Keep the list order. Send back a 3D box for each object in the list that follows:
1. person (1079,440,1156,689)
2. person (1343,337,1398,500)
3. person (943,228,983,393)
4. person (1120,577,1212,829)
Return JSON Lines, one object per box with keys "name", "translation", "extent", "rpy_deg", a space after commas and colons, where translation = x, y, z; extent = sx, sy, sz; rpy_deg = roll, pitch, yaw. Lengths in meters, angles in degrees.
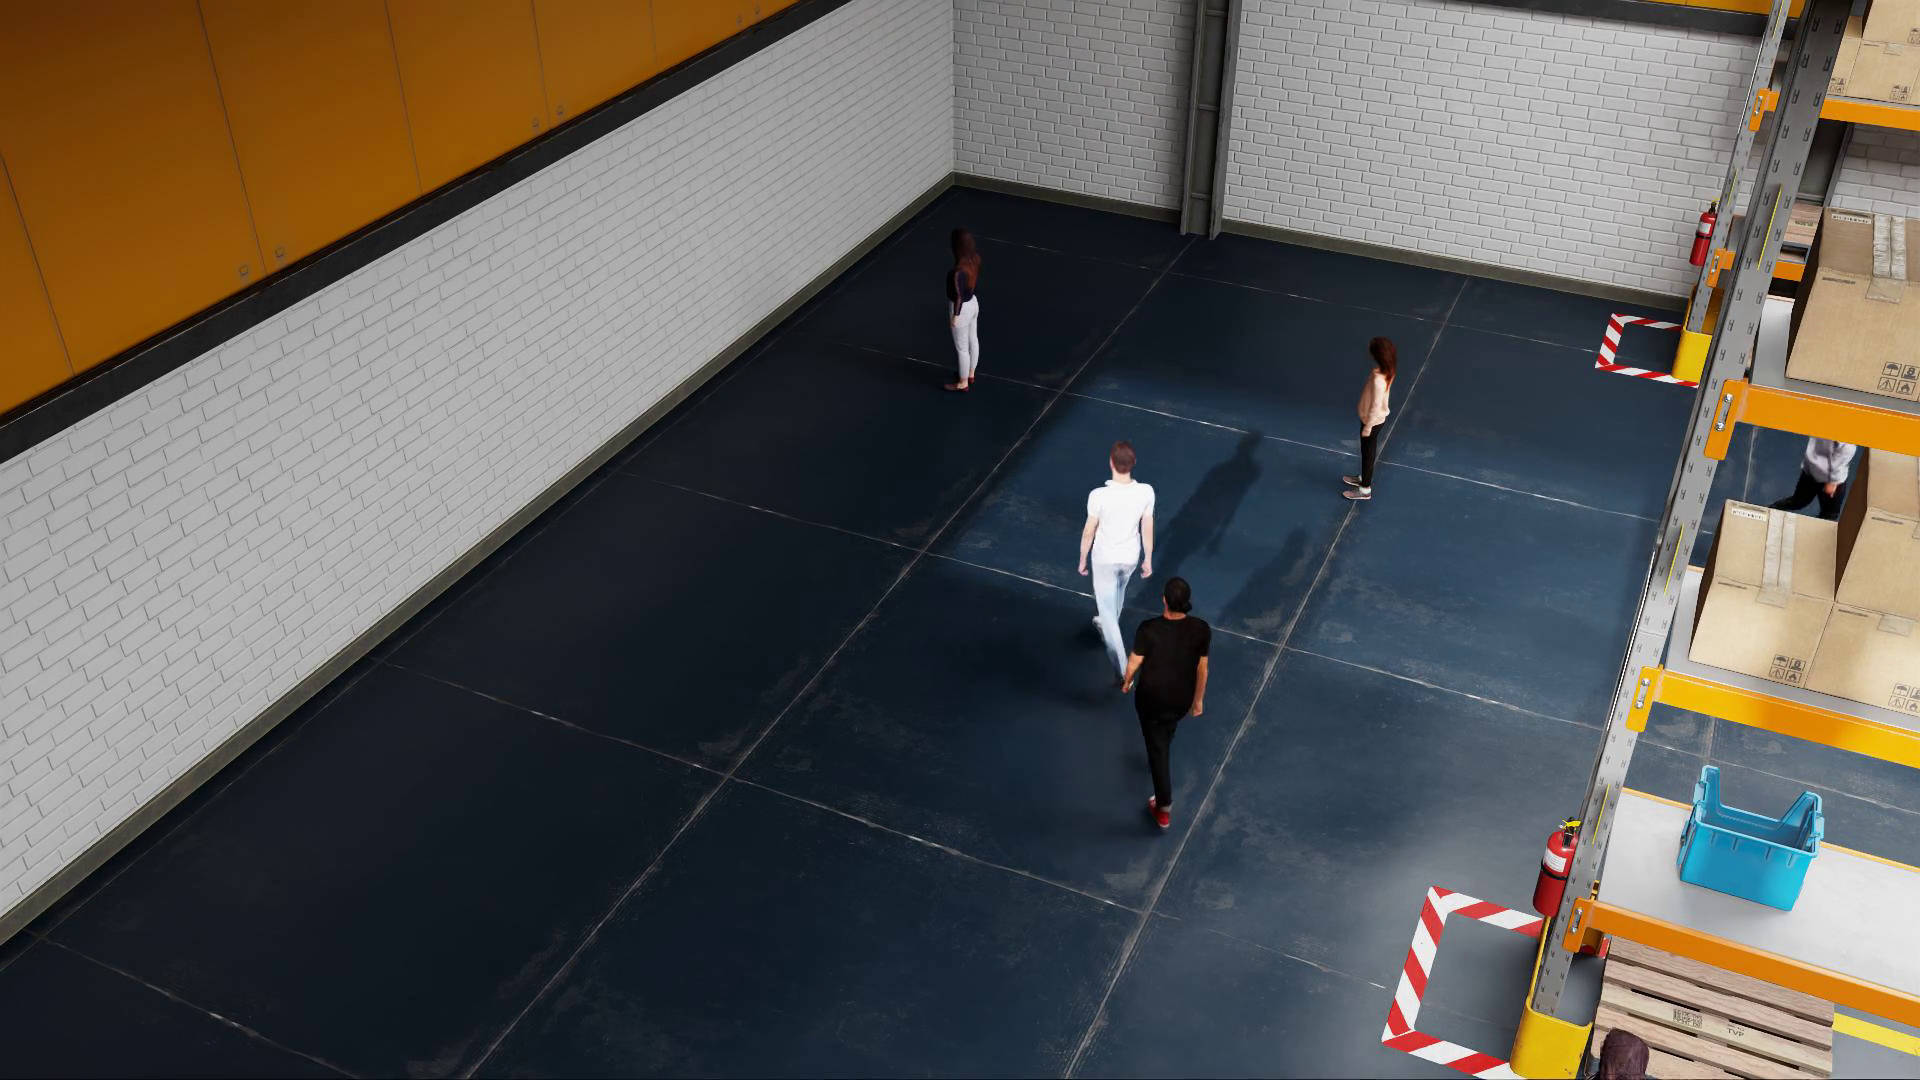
{"name": "person", "translation": [1.124, 0.208, 11.714], "extent": [1.231, 1.810, 1.246], "rpy_deg": [-10, 35, -14]}
{"name": "person", "translation": [3.433, -1.025, 13.865], "extent": [0.567, 1.481, 0.606], "rpy_deg": [8, 34, 12]}
{"name": "person", "translation": [0.019, -2.135, 15.419], "extent": [0.517, 1.610, 0.587], "rpy_deg": [14, 36, 20]}
{"name": "person", "translation": [1.319, 1.055, 10.525], "extent": [1.125, 1.716, 1.117], "rpy_deg": [-7, 34, -11]}
